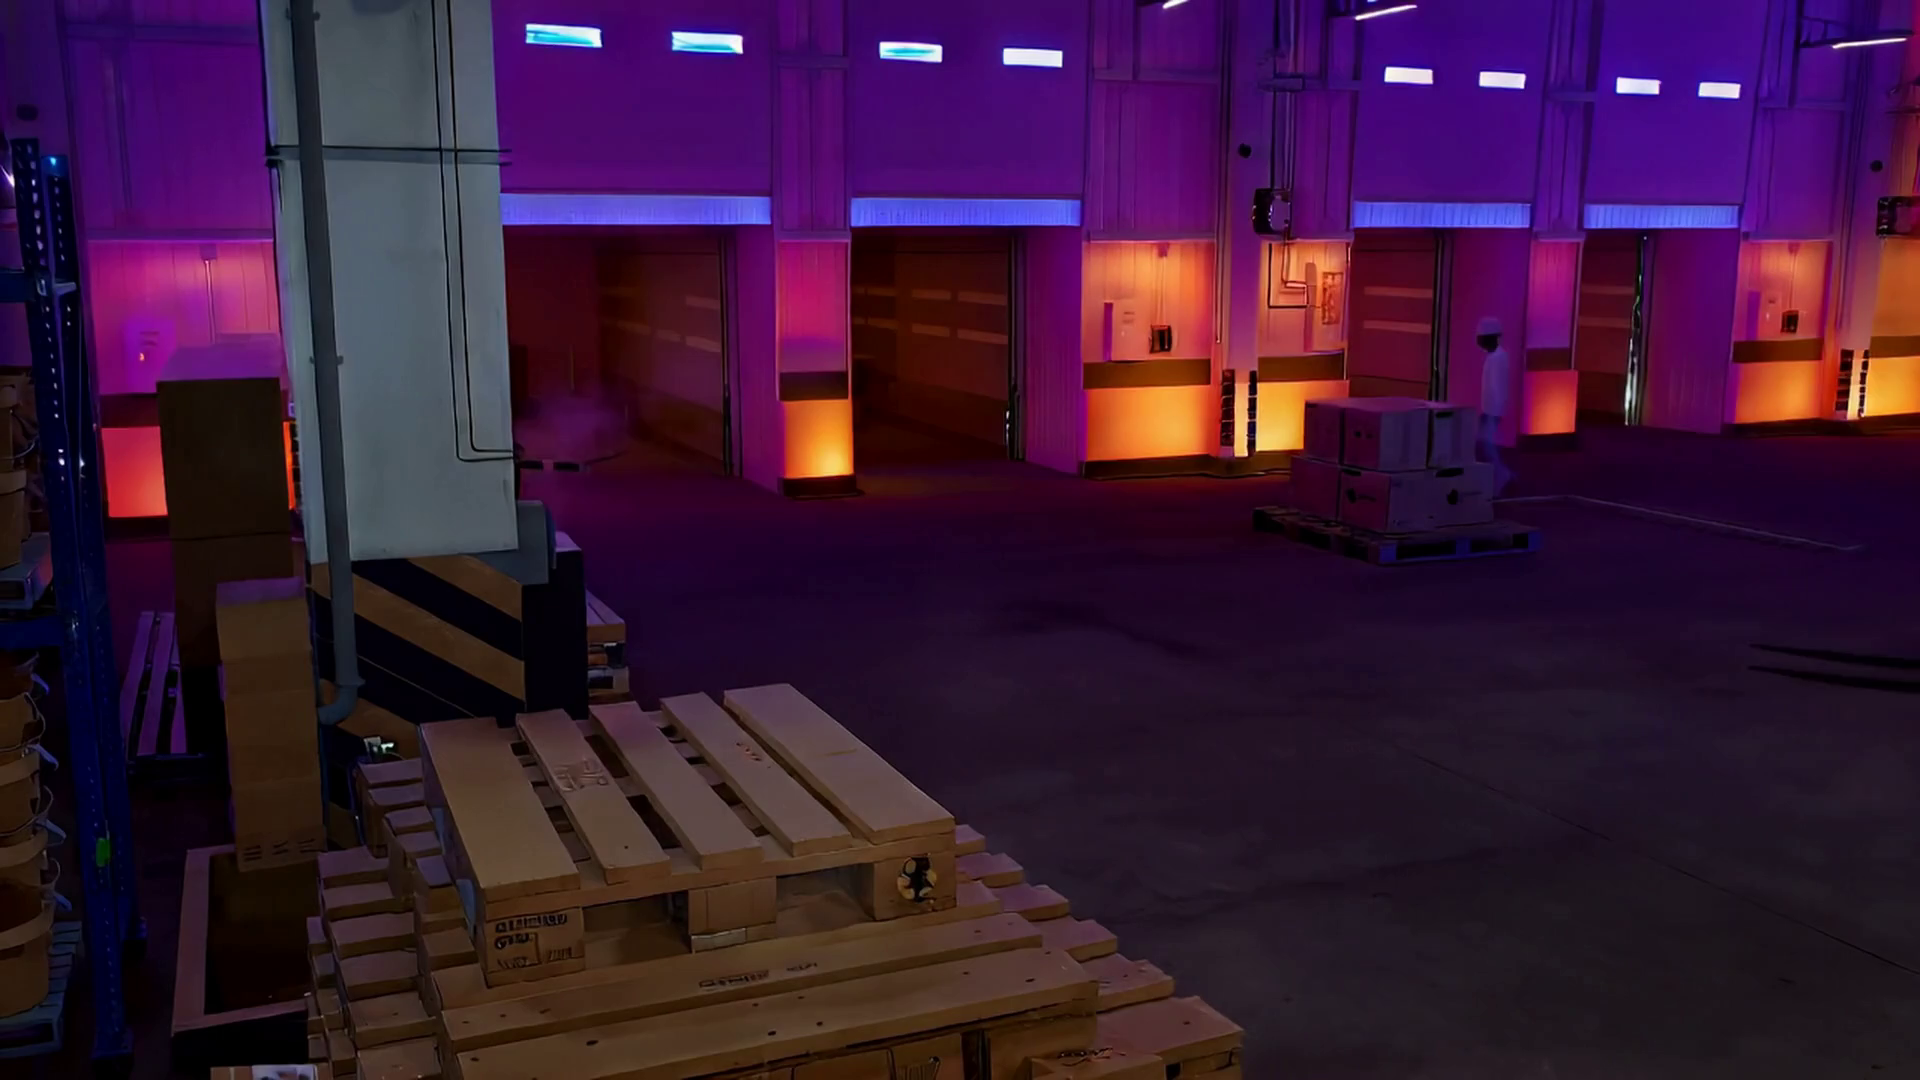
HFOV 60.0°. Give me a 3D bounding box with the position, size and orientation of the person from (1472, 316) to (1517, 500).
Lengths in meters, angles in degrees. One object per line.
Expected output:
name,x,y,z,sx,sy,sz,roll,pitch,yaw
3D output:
person,5.559,-1.364,17.362,0.495,1.924,0.557,0,10,-2
